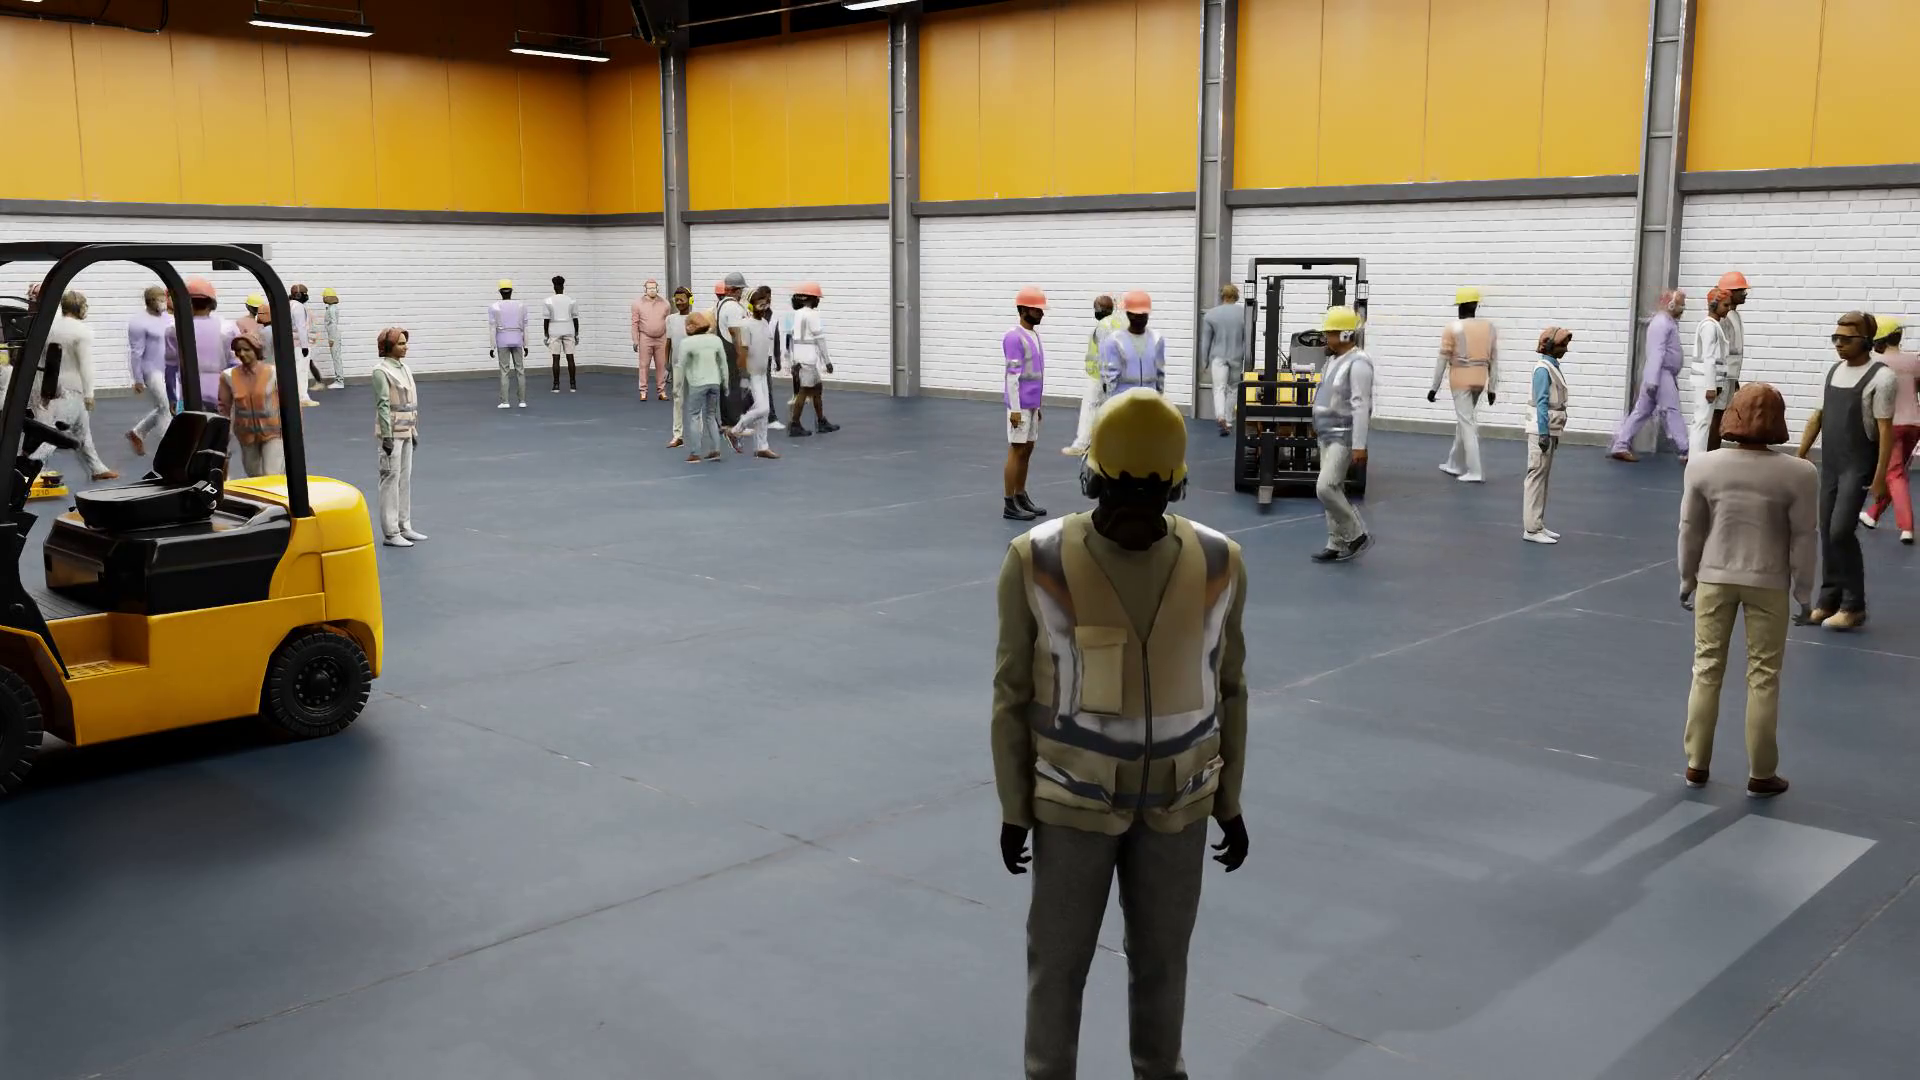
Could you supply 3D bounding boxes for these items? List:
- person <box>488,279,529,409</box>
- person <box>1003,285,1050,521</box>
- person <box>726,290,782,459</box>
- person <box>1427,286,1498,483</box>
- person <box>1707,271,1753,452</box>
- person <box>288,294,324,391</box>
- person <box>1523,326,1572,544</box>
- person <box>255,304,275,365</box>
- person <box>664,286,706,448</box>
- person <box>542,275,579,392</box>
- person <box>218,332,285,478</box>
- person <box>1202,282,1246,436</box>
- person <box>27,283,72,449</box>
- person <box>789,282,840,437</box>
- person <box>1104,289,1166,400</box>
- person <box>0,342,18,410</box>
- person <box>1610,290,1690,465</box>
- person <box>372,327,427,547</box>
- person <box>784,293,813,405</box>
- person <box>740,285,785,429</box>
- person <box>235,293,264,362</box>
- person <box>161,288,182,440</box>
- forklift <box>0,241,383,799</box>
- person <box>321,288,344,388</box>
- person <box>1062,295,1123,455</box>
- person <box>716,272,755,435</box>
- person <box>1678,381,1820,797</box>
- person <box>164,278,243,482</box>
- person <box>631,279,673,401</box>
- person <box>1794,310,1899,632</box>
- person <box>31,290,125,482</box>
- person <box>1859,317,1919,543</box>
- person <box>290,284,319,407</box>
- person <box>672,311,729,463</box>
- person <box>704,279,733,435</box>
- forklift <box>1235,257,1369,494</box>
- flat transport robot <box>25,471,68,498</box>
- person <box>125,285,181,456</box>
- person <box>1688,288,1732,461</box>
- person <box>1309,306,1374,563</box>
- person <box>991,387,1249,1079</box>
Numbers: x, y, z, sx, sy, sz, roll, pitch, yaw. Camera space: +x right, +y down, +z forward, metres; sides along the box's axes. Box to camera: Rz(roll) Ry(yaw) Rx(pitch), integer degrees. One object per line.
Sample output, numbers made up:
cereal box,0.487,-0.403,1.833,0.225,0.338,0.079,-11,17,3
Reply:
person,-6.698,-2.903,24.690,0.586,1.917,0.380,-5,11,-29
person,0.565,-1.133,13.786,0.377,1.932,0.552,4,10,23
person,-2.255,-1.790,18.082,0.513,1.849,0.601,3,10,20
person,4.893,-1.527,16.313,0.599,1.888,0.891,-4,10,-23
person,7.647,-1.648,16.596,0.366,2.048,0.610,8,12,39
person,-11.157,-3.306,27.969,0.836,1.640,0.579,-5,11,-30
person,4.452,-0.799,12.642,0.310,1.640,0.514,5,10,26
person,-8.581,-2.106,20.661,0.278,1.636,0.501,-2,9,-9
person,-3.171,-1.989,19.232,0.538,1.869,0.312,1,9,8
person,-6.700,-3.457,27.952,0.603,1.961,0.368,-4,10,-21
person,-5.208,-0.729,12.318,0.534,1.593,0.812,-1,9,-4
person,3.339,-2.250,20.738,0.634,1.912,0.922,1,9,7
person,-10.407,-1.954,18.891,0.407,1.913,0.641,2,10,14
person,-1.774,-2.234,20.629,0.861,1.899,0.554,-4,10,-25
person,1.445,-1.109,13.729,0.555,1.907,0.549,-2,10,-13
person,-12.085,-2.194,20.691,0.644,1.800,0.689,-7,11,-36
person,7.471,-1.717,17.657,1.039,1.845,0.651,4,10,21
person,-4.228,-0.774,12.483,0.306,1.640,0.522,0,9,3
person,-2.442,-2.893,25.297,0.530,1.697,0.321,-8,12,-39
person,-2.643,-2.400,21.779,0.974,1.872,0.598,7,12,38
person,-9.145,-2.325,21.630,0.334,1.761,0.525,6,11,32
person,-9.410,-2.076,19.834,0.390,1.846,0.564,1,9,6
forklift,-3.706,-0.171,7.093,1.214,2.155,2.313,9,13,43
person,-10.906,-3.501,28.889,0.298,1.744,0.484,-3,10,-19
person,1.652,-1.817,18.497,0.876,1.793,0.636,4,10,23
person,-2.790,-2.336,20.835,0.536,2.000,0.688,-4,10,-24
person,3.096,0.193,6.564,0.507,1.636,0.274,7,12,37
person,-6.550,-1.265,14.437,0.629,1.986,1.040,-4,10,-22
person,-4.817,-3.127,26.095,0.653,1.906,0.405,-4,10,-24
person,5.065,-0.397,9.564,0.423,1.836,0.531,-2,9,-10
person,-8.507,-1.420,15.756,0.640,1.884,1.069,5,11,28
person,7.176,-0.854,12.773,0.582,1.695,0.897,0,9,1
person,-9.938,-2.935,25.118,0.429,1.842,0.635,-6,11,-32
person,-2.756,-1.634,17.804,0.545,1.624,0.329,-9,13,-43
person,-2.948,-2.293,20.889,0.379,1.937,0.548,7,12,38
forklift,3.309,-1.629,16.029,1.214,2.155,2.313,2,9,11
flat transport robot,-8.760,-0.543,15.254,0.652,0.197,1.431,-9,13,-43
person,-8.607,-1.762,17.737,0.785,1.912,0.634,2,9,12
person,7.324,-1.513,16.262,0.354,1.886,0.572,4,10,21
person,2.635,-0.716,11.596,0.438,1.809,0.614,-1,9,-8
person,0.364,0.570,3.689,0.589,1.822,0.403,-2,9,-9
